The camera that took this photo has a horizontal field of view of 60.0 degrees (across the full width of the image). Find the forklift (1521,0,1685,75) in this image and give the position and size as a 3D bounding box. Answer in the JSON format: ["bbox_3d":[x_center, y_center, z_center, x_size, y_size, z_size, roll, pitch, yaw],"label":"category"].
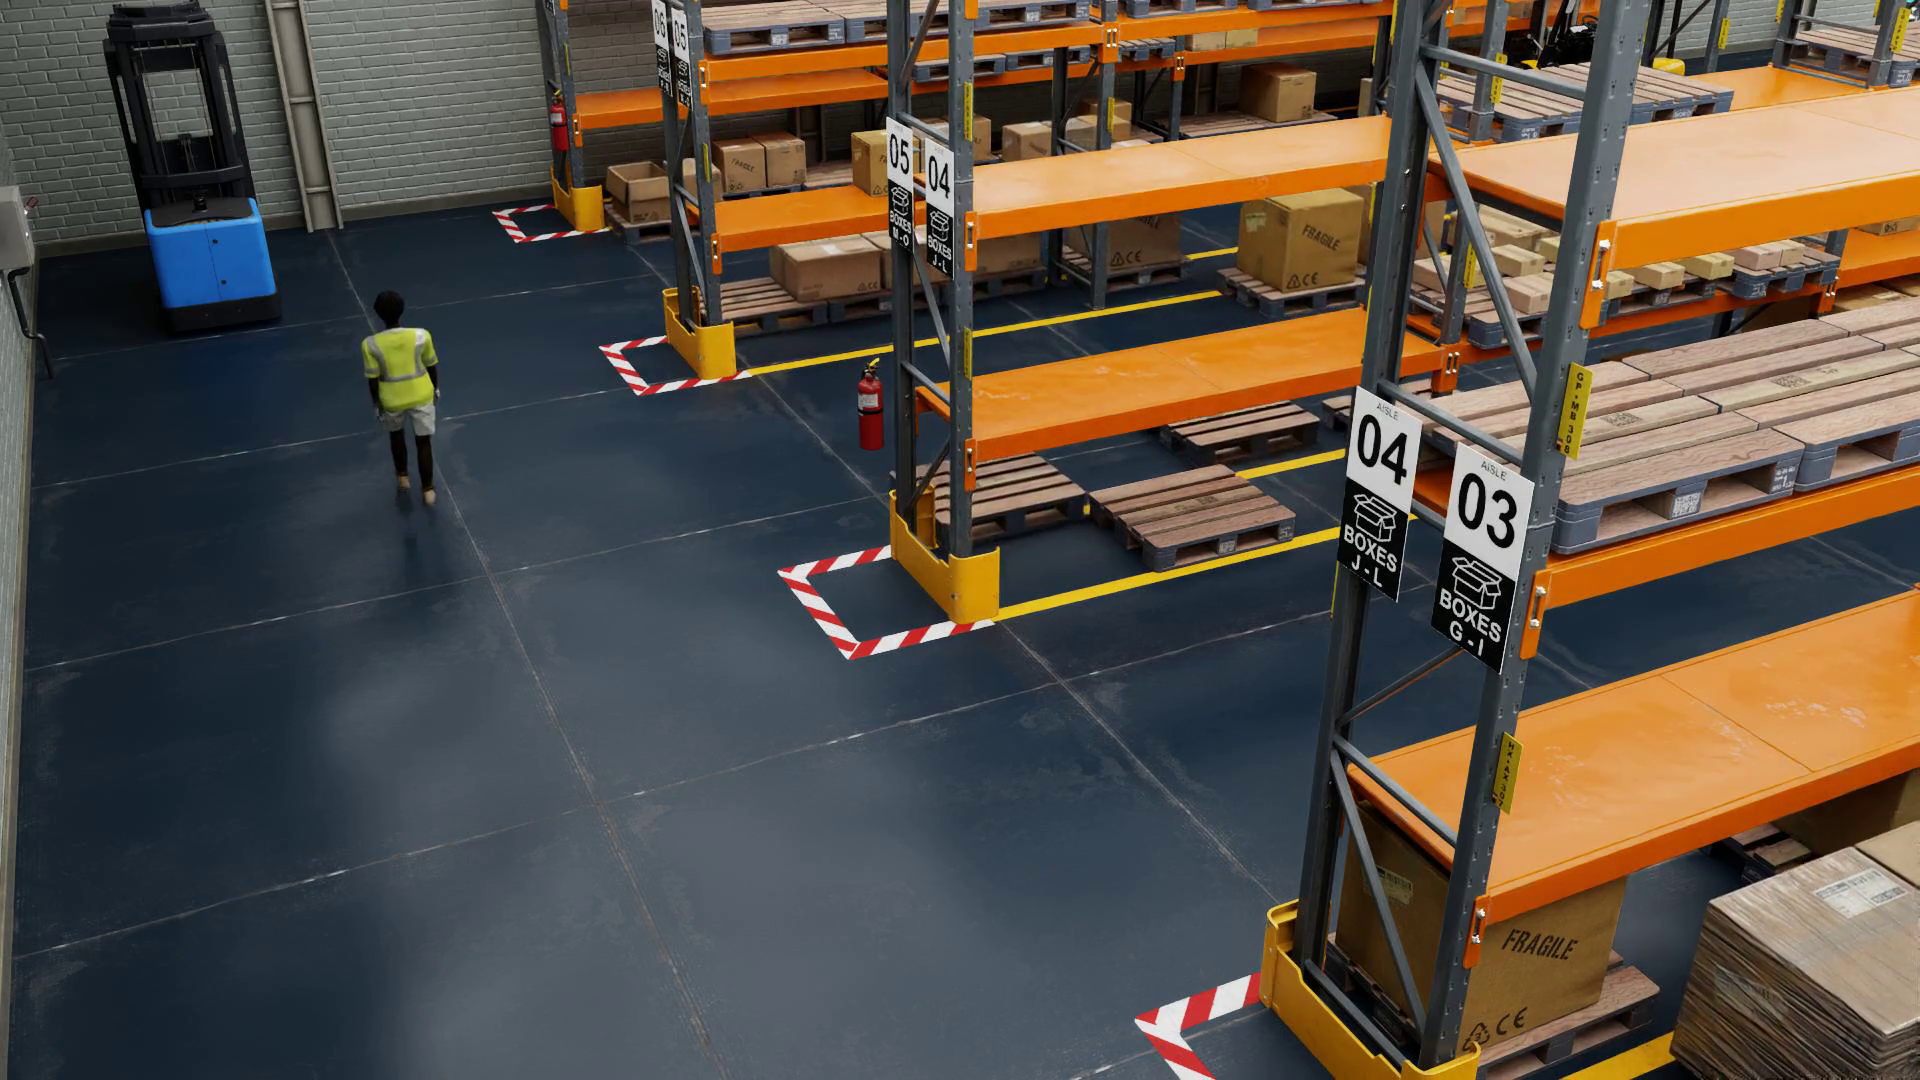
[{"bbox_3d":[8.950,-6.807,23.056,1.214,2.155,2.313,-12,30,-22],"label":"forklift"}]

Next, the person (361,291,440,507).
[{"bbox_3d":[-4.230,-1.109,12.707,0.538,1.672,0.707,-9,29,-17],"label":"person"}]

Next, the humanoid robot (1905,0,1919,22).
[{"bbox_3d":[14.949,-8.377,26.637,0.534,1.813,0.821,-7,28,-12],"label":"humanoid robot"}]

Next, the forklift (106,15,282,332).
[{"bbox_3d":[-7.548,-3.672,16.323,1.129,2.768,1.873,-12,30,-22],"label":"forklift"}]
